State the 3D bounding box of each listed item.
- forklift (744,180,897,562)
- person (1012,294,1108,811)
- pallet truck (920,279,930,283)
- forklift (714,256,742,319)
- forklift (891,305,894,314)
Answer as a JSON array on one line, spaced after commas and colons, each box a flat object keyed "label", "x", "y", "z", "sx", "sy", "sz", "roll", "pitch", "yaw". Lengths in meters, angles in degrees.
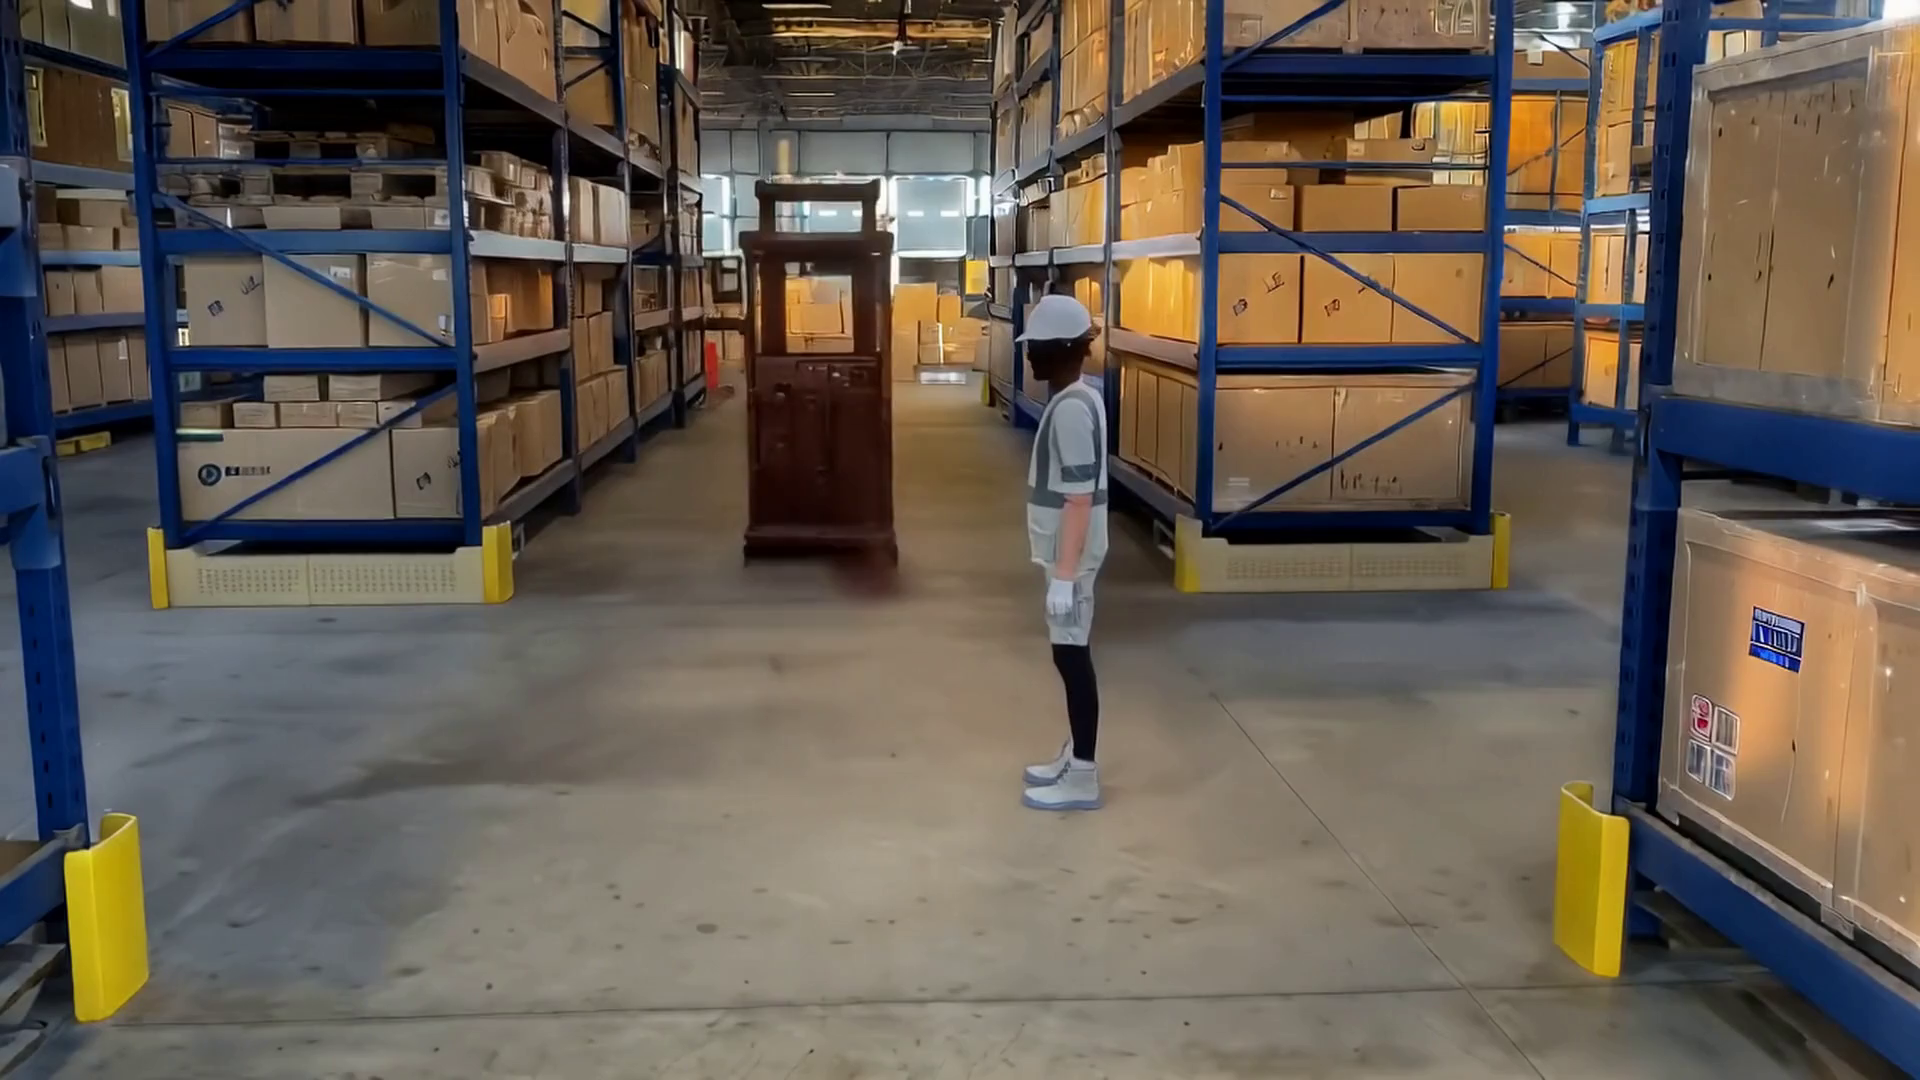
[{"label": "forklift", "x": -1.081, "y": -1.353, "z": 12.825, "sx": 1.129, "sy": 2.768, "sz": 1.873, "roll": -1, "pitch": 9, "yaw": -4}, {"label": "person", "x": 0.395, "y": 0.053, "z": 6.617, "sx": 0.390, "sy": 2.041, "sz": 0.614, "roll": 1, "pitch": 9, "yaw": 5}, {"label": "pallet truck", "x": -0.932, "y": -8.922, "z": 63.114, "sx": 1.885, "sy": 1.965, "sz": 0.823, "roll": 2, "pitch": 9, "yaw": 13}, {"label": "forklift", "x": -8.560, "y": -9.153, "z": 61.804, "sx": 1.129, "sy": 2.768, "sz": 1.873, "roll": -1, "pitch": 9, "yaw": -4}, {"label": "forklift", "x": -3.206, "y": -8.270, "z": 56.257, "sx": 1.873, "sy": 2.768, "sz": 1.129, "roll": 5, "pitch": 10, "yaw": 27}]
